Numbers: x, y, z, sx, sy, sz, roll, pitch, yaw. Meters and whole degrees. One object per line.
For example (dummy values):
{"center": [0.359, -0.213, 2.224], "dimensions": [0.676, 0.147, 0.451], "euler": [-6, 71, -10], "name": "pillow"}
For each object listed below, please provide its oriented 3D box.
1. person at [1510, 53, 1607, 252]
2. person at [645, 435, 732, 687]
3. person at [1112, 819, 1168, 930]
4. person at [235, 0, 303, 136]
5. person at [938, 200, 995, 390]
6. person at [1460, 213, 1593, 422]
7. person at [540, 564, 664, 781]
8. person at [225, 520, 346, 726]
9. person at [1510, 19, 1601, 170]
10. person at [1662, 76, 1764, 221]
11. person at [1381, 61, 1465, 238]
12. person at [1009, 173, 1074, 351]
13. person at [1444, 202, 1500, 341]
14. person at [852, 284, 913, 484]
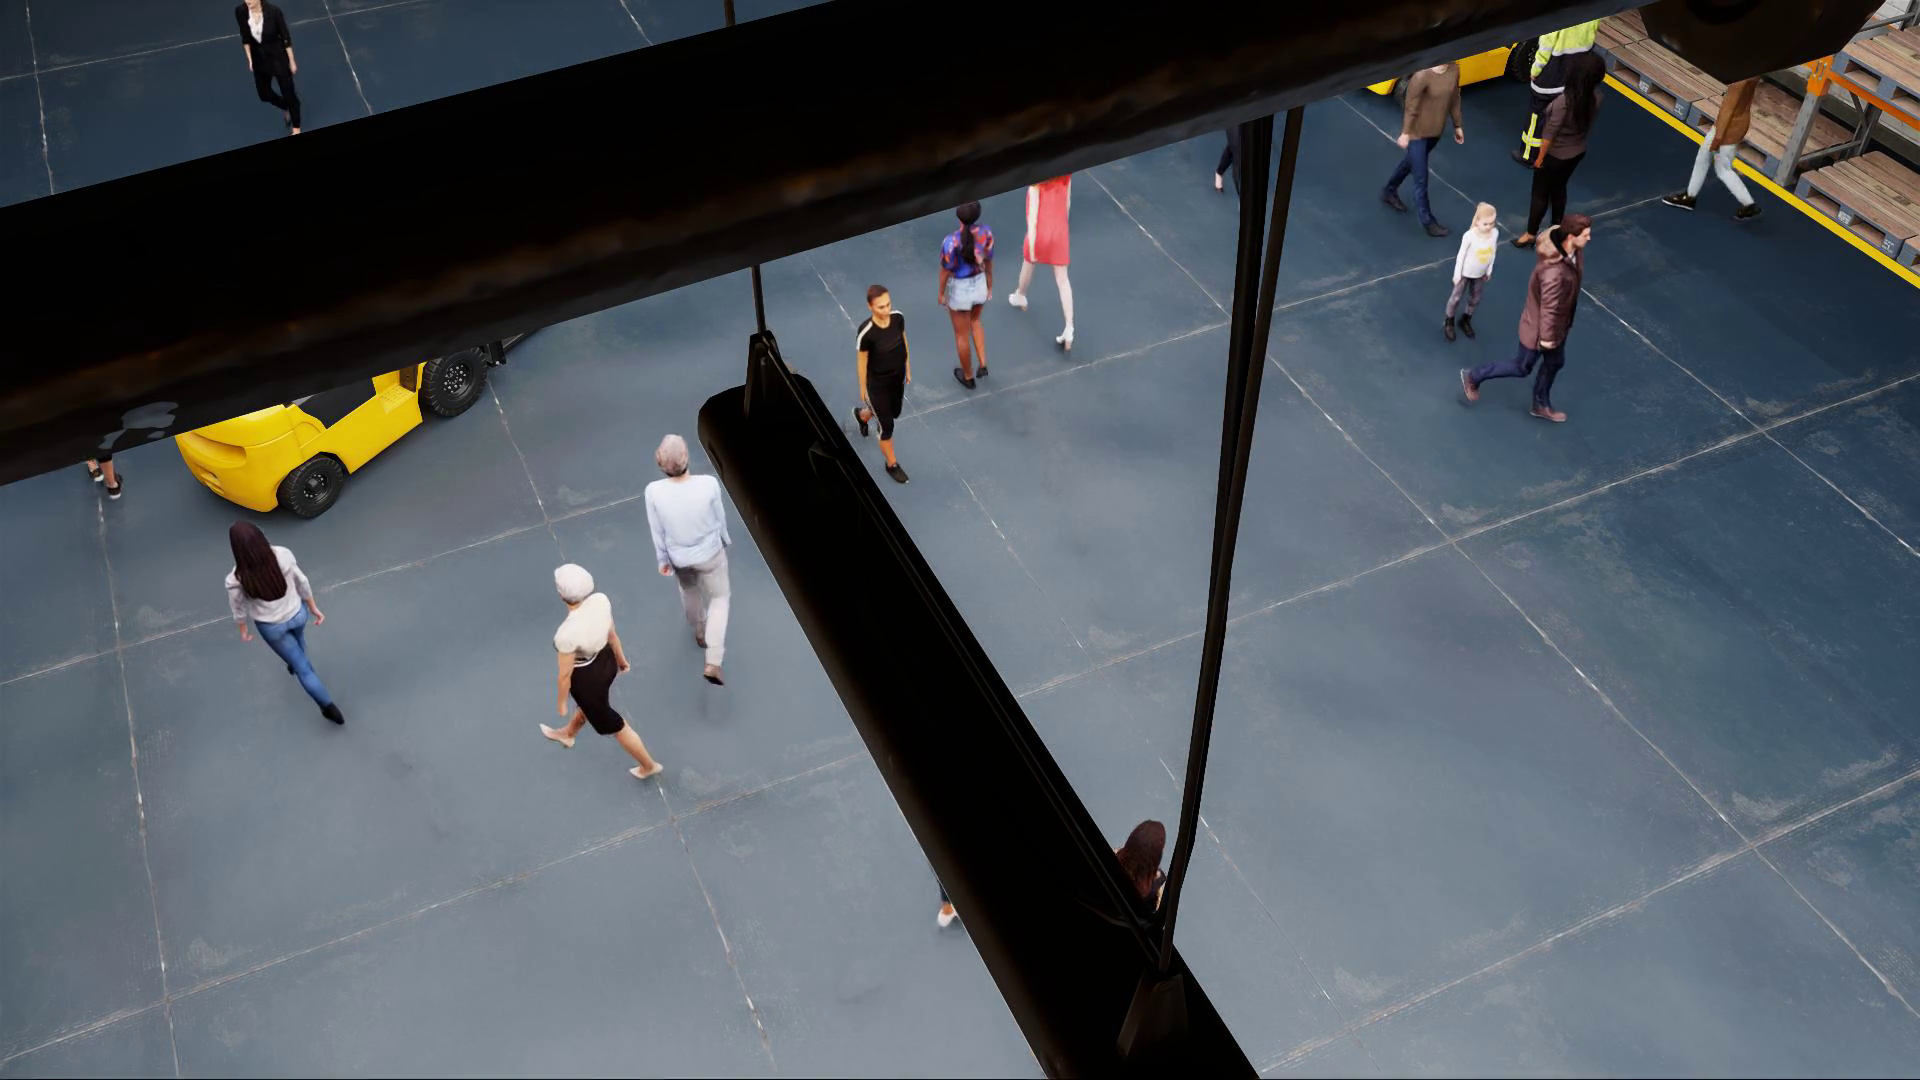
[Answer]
{"center": [5.202, -3.322, 14.371], "dimensions": [0.679, 1.827, 0.603], "euler": [-27, 50, -26], "name": "person"}
{"center": [-1.694, 0.153, 10.694], "dimensions": [0.927, 1.867, 1.182], "euler": [-1, 44, -2], "name": "person"}
{"center": [0.854, 2.115, 8.788], "dimensions": [1.100, 1.655, 1.075], "euler": [19, 47, 19], "name": "person"}
{"center": [-6.517, -4.579, 15.818], "dimensions": [0.737, 1.651, 0.797], "euler": [-1, 44, -1], "name": "person"}
{"center": [0.099, -1.859, 12.901], "dimensions": [0.606, 1.735, 0.659], "euler": [-20, 47, -20], "name": "person"}
{"center": [4.372, -1.682, 12.653], "dimensions": [1.244, 1.821, 1.088], "euler": [24, 49, 23], "name": "person"}
{"center": [-2.115, 0.894, 10.040], "dimensions": [1.195, 1.695, 1.127], "euler": [14, 45, 14], "name": "person"}
{"center": [-4.210, 0.564, 10.468], "dimensions": [1.129, 1.585, 0.896], "euler": [31, 52, 29], "name": "person"}
{"center": [5.545, -4.397, 15.387], "dimensions": [0.774, 1.981, 0.637], "euler": [-15, 46, -16], "name": "person"}
{"center": [6.897, -3.619, 14.710], "dimensions": [1.169, 1.789, 1.025], "euler": [25, 49, 24], "name": "person"}
{"center": [4.044, -3.646, 14.708], "dimensions": [0.805, 1.830, 1.202], "euler": [-27, 50, -25], "name": "person"}
{"center": [0.766, -2.352, 13.390], "dimensions": [0.671, 1.775, 1.156], "euler": [-22, 48, -21], "name": "person"}
{"center": [4.188, -2.218, 13.609], "dimensions": [0.527, 1.279, 0.534], "euler": [-9, 44, -10], "name": "person"}
{"center": [-0.607, -1.220, 12.291], "dimensions": [0.774, 1.651, 1.029], "euler": [-31, 52, -28], "name": "person"}
